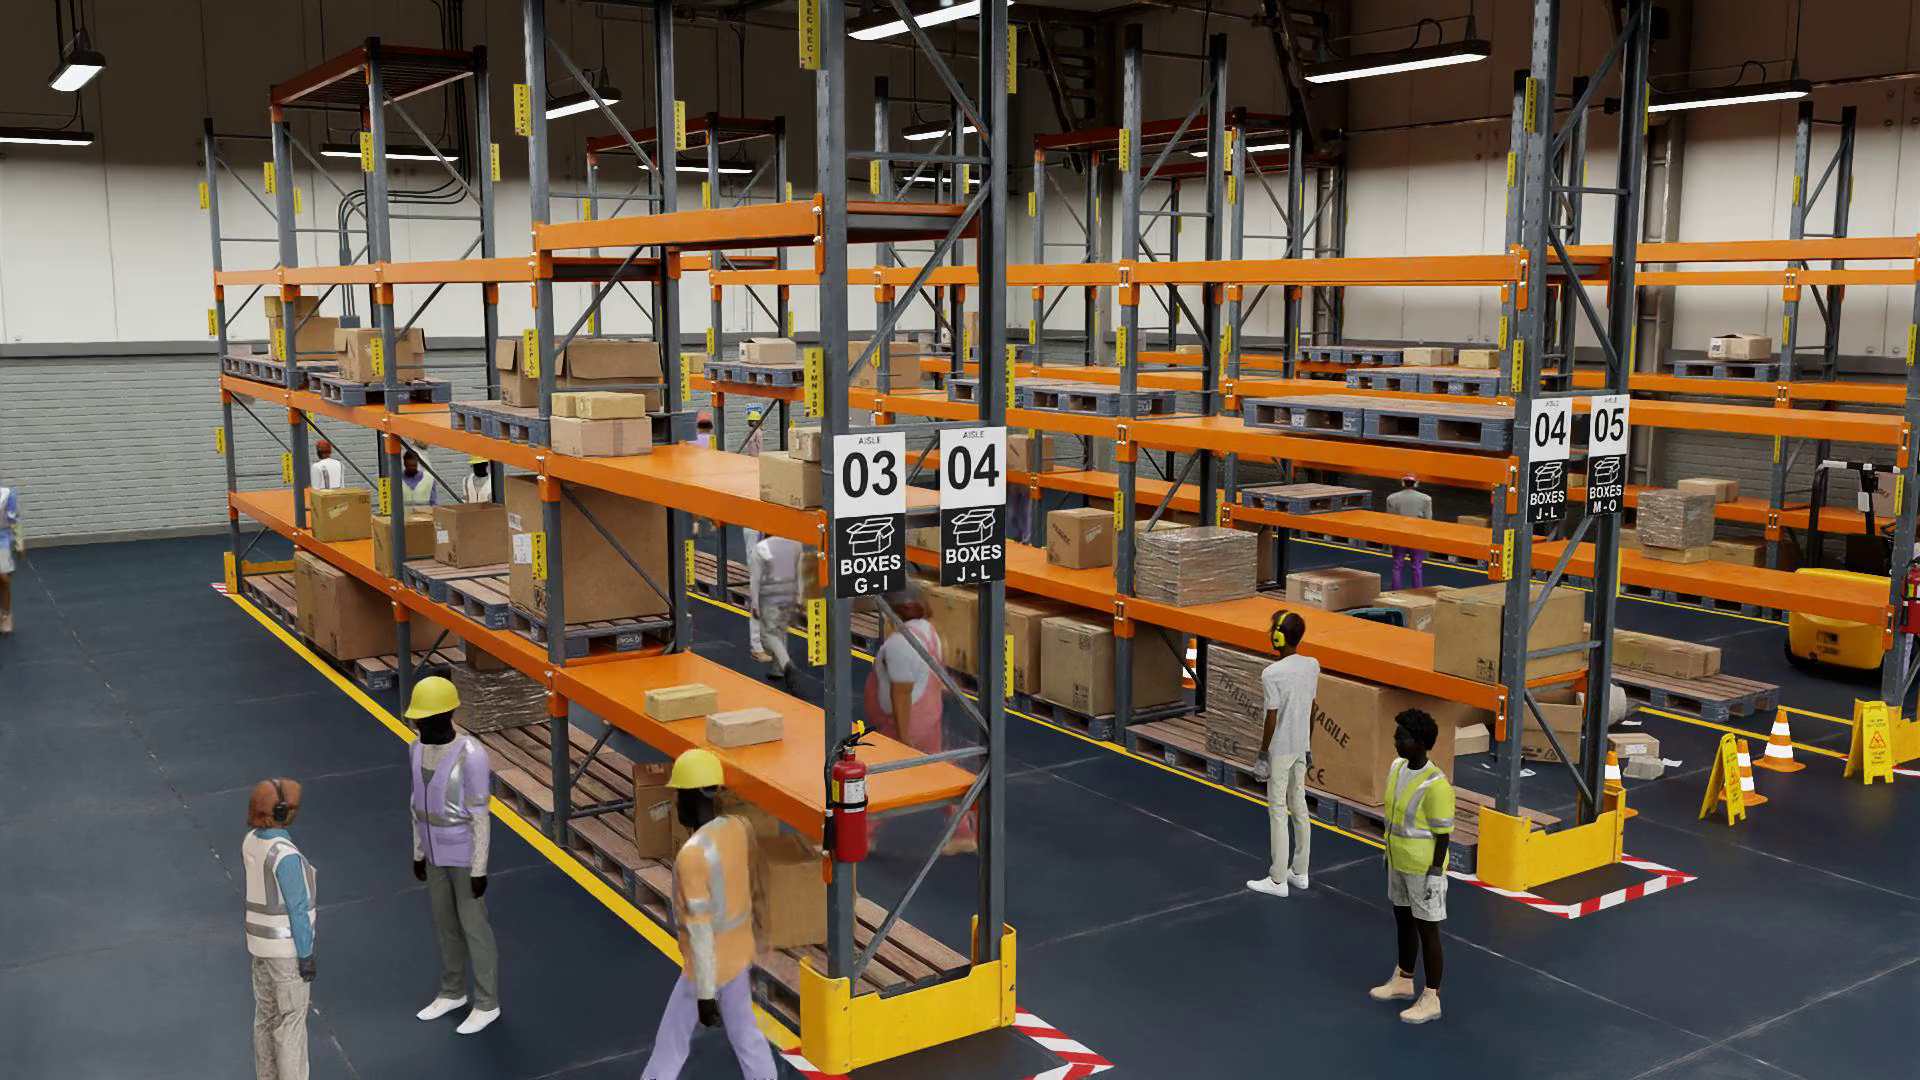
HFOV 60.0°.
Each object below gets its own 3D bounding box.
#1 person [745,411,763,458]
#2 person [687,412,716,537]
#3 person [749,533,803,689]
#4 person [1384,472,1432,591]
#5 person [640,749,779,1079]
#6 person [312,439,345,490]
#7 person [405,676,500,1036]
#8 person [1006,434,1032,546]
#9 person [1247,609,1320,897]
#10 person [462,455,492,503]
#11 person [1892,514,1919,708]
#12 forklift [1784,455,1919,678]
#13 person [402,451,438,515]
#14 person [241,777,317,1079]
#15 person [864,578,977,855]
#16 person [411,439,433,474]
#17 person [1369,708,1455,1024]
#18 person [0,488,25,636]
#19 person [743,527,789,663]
[{"bbox_3d":[-3.661,-1.414,29.691,0.311,1.768,0.533,-3,9,-22],"label":"person"},{"bbox_3d":[-4.084,-1.036,26.549,0.627,1.995,1.027,0,9,3],"label":"person"},{"bbox_3d":[-1.769,0.576,16.320,0.598,1.815,0.677,-7,11,-38],"label":"person"},{"bbox_3d":[5.534,-0.027,20.533,0.582,1.743,0.365,3,9,18],"label":"person"},{"bbox_3d":[-1.200,1.868,7.495,0.996,1.861,0.602,2,9,14],"label":"person"},{"bbox_3d":[-8.720,-0.458,22.981,0.346,1.878,0.577,3,9,19],"label":"person"},{"bbox_3d":[-2.704,1.651,8.792,0.585,1.918,0.410,6,10,34],"label":"person"},{"bbox_3d":[0.906,-0.734,25.214,0.542,1.746,0.403,2,9,15],"label":"person"},{"bbox_3d":[2.102,1.371,10.791,0.513,1.875,0.328,-7,11,-39],"label":"person"},{"bbox_3d":[-6.046,-0.203,21.092,0.585,1.928,0.365,2,9,10],"label":"person"},{"bbox_3d":[8.964,0.666,15.572,0.514,1.845,0.338,2,9,14],"label":"person"},{"bbox_3d":[9.643,0.253,17.172,2.313,2.155,1.214,-6,10,-33],"label":"forklift"},{"bbox_3d":[-6.945,-0.199,21.166,0.645,1.888,0.513,-3,9,-21],"label":"person"},{"bbox_3d":[-3.201,1.929,7.857,0.513,1.638,0.307,8,12,43],"label":"person"},{"bbox_3d":[-0.356,1.183,11.483,1.057,2.000,0.688,4,9,23],"label":"person"},{"bbox_3d":[-7.897,-0.672,24.389,0.406,1.891,0.659,-1,9,-10],"label":"person"},{"bbox_3d":[2.439,1.736,8.944,0.318,1.695,0.540,-2,9,-15],"label":"person"},{"bbox_3d":[-10.973,0.100,18.776,0.649,2.010,0.875,-3,9,-22],"label":"person"},{"bbox_3d":[-2.024,0.363,17.612,0.429,1.840,0.627,4,10,27],"label":"person"}]
